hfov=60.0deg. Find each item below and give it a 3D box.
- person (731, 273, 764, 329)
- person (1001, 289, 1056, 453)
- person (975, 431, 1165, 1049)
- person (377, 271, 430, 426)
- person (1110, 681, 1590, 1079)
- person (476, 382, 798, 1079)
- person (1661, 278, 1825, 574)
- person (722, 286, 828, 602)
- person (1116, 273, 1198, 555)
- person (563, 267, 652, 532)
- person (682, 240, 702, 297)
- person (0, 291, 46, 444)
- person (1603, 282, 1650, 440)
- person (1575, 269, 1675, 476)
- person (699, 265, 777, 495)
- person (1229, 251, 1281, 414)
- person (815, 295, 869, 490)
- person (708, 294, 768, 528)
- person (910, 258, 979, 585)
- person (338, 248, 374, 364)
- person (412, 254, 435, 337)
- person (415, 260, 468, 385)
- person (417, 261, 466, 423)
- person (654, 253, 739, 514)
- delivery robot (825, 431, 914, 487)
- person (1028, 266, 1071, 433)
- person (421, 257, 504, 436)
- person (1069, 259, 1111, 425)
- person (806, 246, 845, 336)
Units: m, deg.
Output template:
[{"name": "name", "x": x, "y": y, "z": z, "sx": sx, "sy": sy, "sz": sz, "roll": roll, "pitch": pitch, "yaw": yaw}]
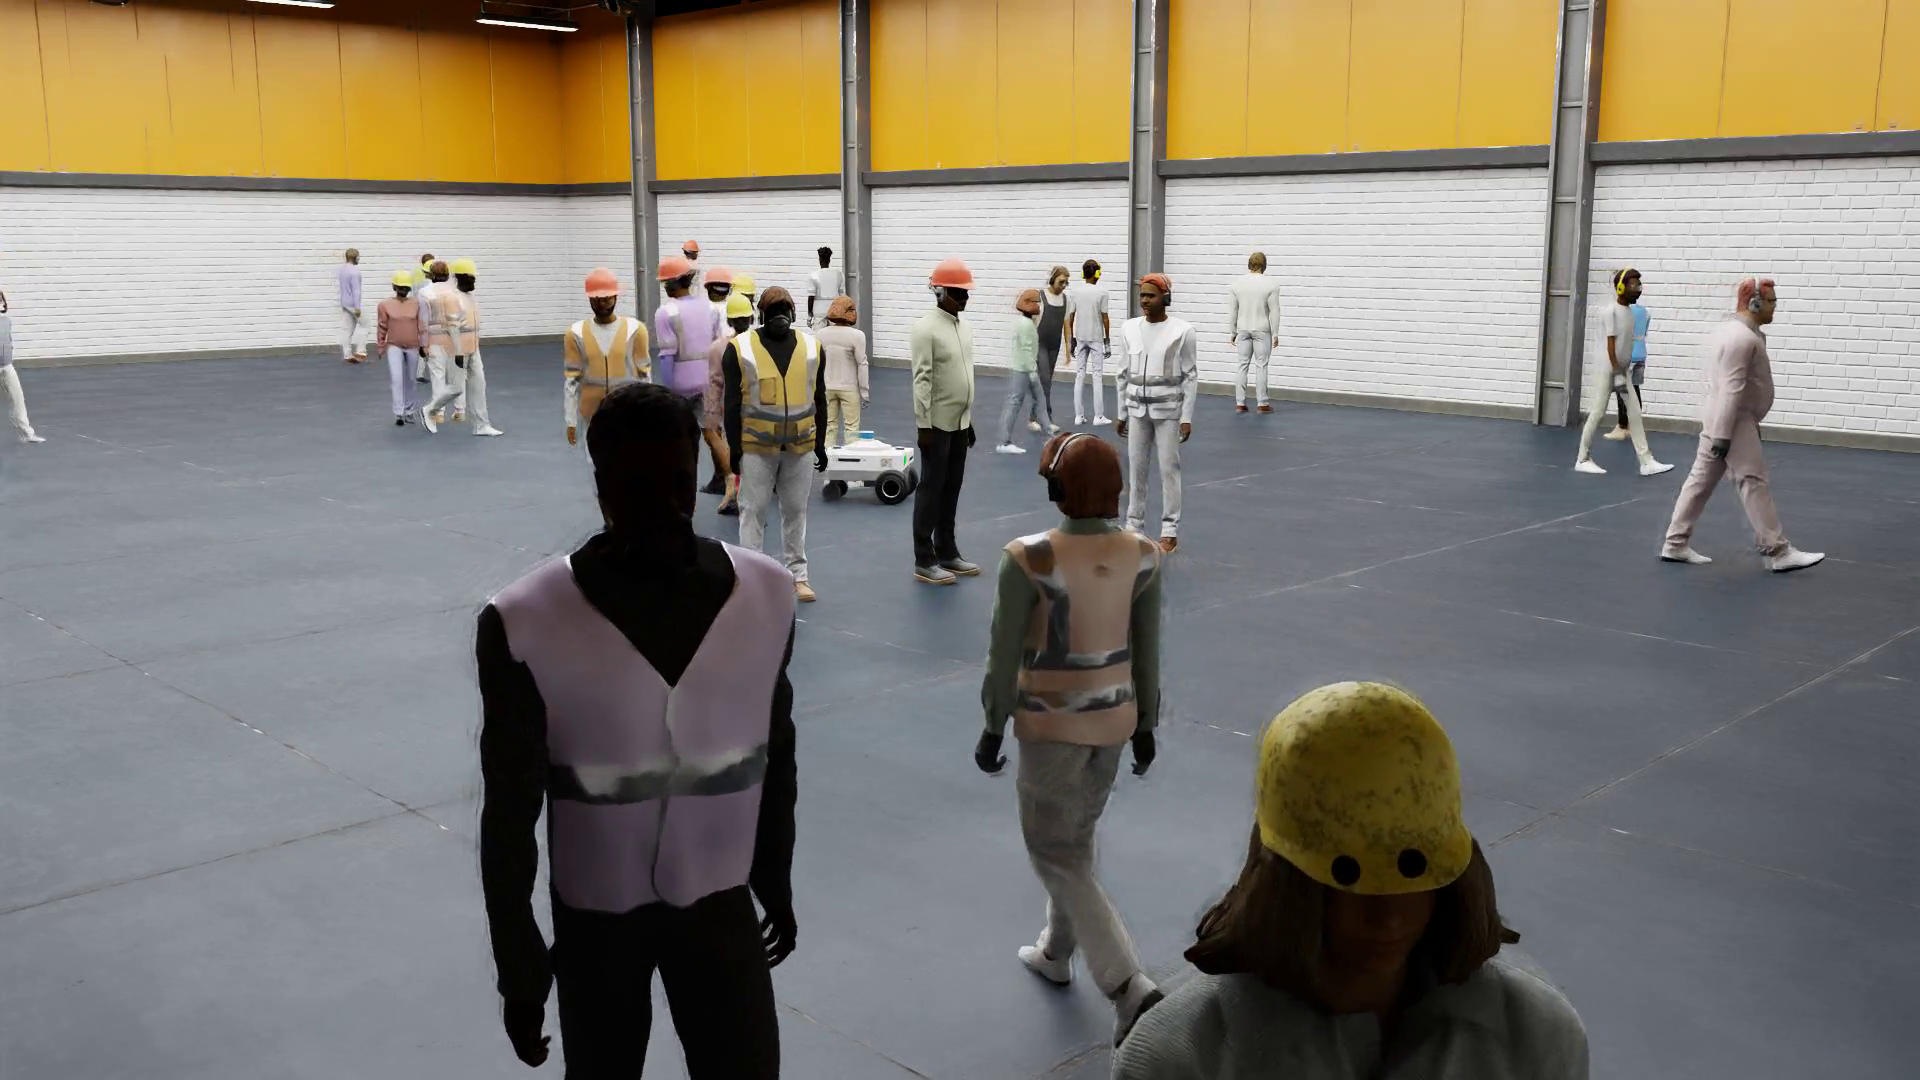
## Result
[{"name": "person", "x": -1.895, "y": -1.453, "z": 14.710, "sx": 0.608, "sy": 1.811, "sz": 0.614, "roll": -1, "pitch": 10, "yaw": -6}, {"name": "person", "x": 0.759, "y": -1.635, "z": 16.230, "sx": 0.789, "sy": 1.599, "sz": 0.531, "roll": 2, "pitch": 11, "yaw": 8}, {"name": "person", "x": 0.346, "y": 0.522, "z": 4.455, "sx": 0.510, "sy": 1.618, "sz": 0.733, "roll": -7, "pitch": 12, "yaw": -32}, {"name": "person", "x": -6.209, "y": -2.130, "z": 18.610, "sx": 0.543, "sy": 1.719, "sz": 0.864, "roll": -5, "pitch": 12, "yaw": -27}, {"name": "person", "x": 0.388, "y": 0.957, "z": 1.792, "sx": 0.491, "sy": 1.721, "sz": 0.660, "roll": -1, "pitch": 10, "yaw": -5}, {"name": "person", "x": -0.499, "y": 0.679, "z": 2.885, "sx": 0.608, "sy": 1.878, "sz": 0.911, "roll": -5, "pitch": 12, "yaw": -27}, {"name": "person", "x": 5.022, "y": -0.724, "z": 10.592, "sx": 0.979, "sy": 1.852, "sz": 0.669, "roll": 4, "pitch": 11, "yaw": 19}, {"name": "person", "x": -1.054, "y": -0.541, "z": 9.640, "sx": 0.624, "sy": 1.845, "sz": 0.430, "roll": -4, "pitch": 11, "yaw": -21}, {"name": "person", "x": 1.305, "y": -0.840, "z": 11.156, "sx": 0.574, "sy": 1.881, "sz": 0.357, "roll": 7, "pitch": 13, "yaw": 34}, {"name": "person", "x": -2.319, "y": -0.826, "z": 10.971, "sx": 0.581, "sy": 1.919, "sz": 0.461, "roll": -1, "pitch": 10, "yaw": -5}, {"name": "person", "x": -4.649, "y": -4.163, "z": 28.840, "sx": 0.382, "sy": 2.041, "sz": 0.616, "roll": -7, "pitch": 12, "yaw": -32}, {"name": "person", "x": -9.870, "y": -1.768, "z": 17.013, "sx": 0.846, "sy": 1.591, "sz": 0.515, "roll": 3, "pitch": 11, "yaw": 13}, {"name": "person", "x": 6.988, "y": -1.887, "z": 17.393, "sx": 0.532, "sy": 1.694, "sz": 0.319, "roll": -8, "pitch": 13, "yaw": -38}, {"name": "person", "x": 5.894, "y": -1.461, "z": 14.695, "sx": 0.520, "sy": 1.830, "sz": 0.929, "roll": -8, "pitch": 13, "yaw": -38}, {"name": "person", "x": -1.834, "y": -1.285, "z": 13.569, "sx": 0.793, "sy": 1.900, "sz": 0.581, "roll": 10, "pitch": 14, "yaw": 43}, {"name": "person", "x": 3.530, "y": -2.481, "z": 19.950, "sx": 0.633, "sy": 1.938, "sz": 0.356, "roll": 6, "pitch": 12, "yaw": 30}, {"name": "person", "x": -0.990, "y": -1.239, "z": 14.012, "sx": 0.507, "sy": 1.631, "sz": 0.266, "roll": 5, "pitch": 12, "yaw": 27}, {"name": "person", "x": -1.561, "y": -0.948, "z": 12.228, "sx": 0.541, "sy": 1.703, "sz": 0.962, "roll": -5, "pitch": 11, "yaw": -25}, {"name": "person", "x": -0.074, "y": -0.733, "z": 10.269, "sx": 0.401, "sy": 1.989, "sz": 0.623, "roll": 6, "pitch": 12, "yaw": 28}, {"name": "person", "x": -10.025, "y": -3.876, "z": 27.600, "sx": 0.599, "sy": 1.916, "sz": 0.651, "roll": -10, "pitch": 14, "yaw": -43}, {"name": "person", "x": -9.408, "y": -4.195, "z": 29.691, "sx": 0.655, "sy": 1.790, "sz": 0.945, "roll": 8, "pitch": 13, "yaw": 37}, {"name": "person", "x": -7.540, "y": -3.138, "z": 23.966, "sx": 0.595, "sy": 1.775, "sz": 0.987, "roll": 10, "pitch": 14, "yaw": 44}, {"name": "person", "x": -5.912, "y": -2.258, "z": 19.001, "sx": 0.429, "sy": 1.844, "sz": 0.626, "roll": 10, "pitch": 14, "yaw": 43}, {"name": "person", "x": -2.026, "y": -1.193, "z": 12.771, "sx": 0.628, "sy": 2.004, "sz": 0.989, "roll": -10, "pitch": 14, "yaw": -44}, {"name": "delivery robot", "x": -0.739, "y": -0.634, "z": 13.402, "sx": 0.707, "sy": 0.478, "sz": 0.477, "roll": 1, "pitch": 10, "yaw": 8}, {"name": "person", "x": 0.978, "y": -2.032, "z": 17.896, "sx": 0.590, "sy": 1.792, "sz": 0.808, "roll": -7, "pitch": 13, "yaw": -34}, {"name": "person", "x": -5.312, "y": -2.041, "z": 17.652, "sx": 0.800, "sy": 1.907, "sz": 0.592, "roll": 3, "pitch": 11, "yaw": 15}, {"name": "person", "x": 1.467, "y": -2.223, "z": 18.754, "sx": 0.519, "sy": 1.865, "sz": 0.331, "roll": 6, "pitch": 12, "yaw": 28}, {"name": "person", "x": -1.988, "y": -3.358, "z": 24.656, "sx": 0.608, "sy": 1.966, "sz": 0.371, "roll": -4, "pitch": 11, "yaw": -23}]
